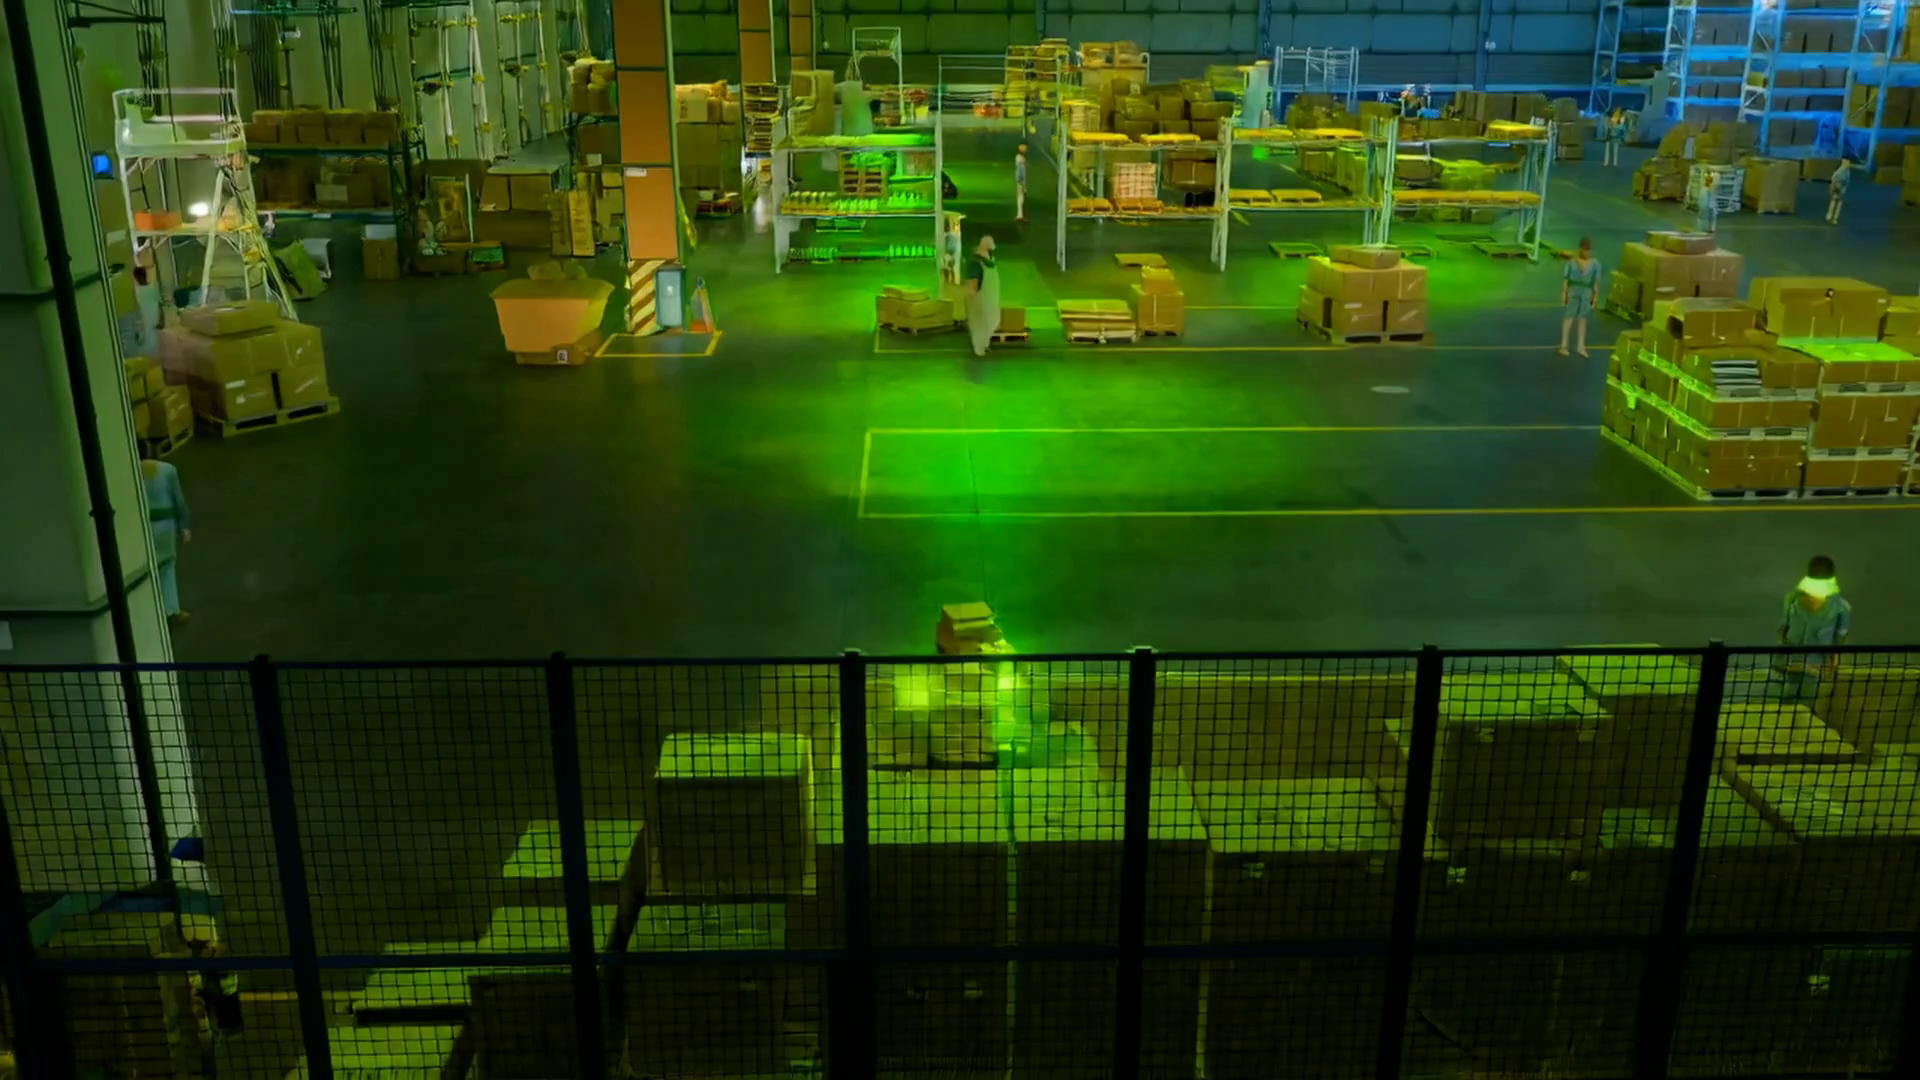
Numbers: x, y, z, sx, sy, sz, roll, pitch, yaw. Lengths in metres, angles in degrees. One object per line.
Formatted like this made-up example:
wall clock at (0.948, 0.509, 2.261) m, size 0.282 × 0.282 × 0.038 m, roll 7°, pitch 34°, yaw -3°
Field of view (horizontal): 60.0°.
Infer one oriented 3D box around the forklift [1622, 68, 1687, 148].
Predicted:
forklift at (25.298, -15.627, 60.231) m, size 1.873 × 2.768 × 1.129 m, roll 15°, pitch 24°, yaw 37°

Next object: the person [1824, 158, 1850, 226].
person at (21.918, -8.687, 41.480) m, size 0.533 × 1.691 × 0.322 m, roll -8°, pitch 20°, yaw -21°

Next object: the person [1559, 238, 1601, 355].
person at (10.107, -3.959, 27.092) m, size 0.542 × 1.928 × 0.400 m, roll 2°, pitch 19°, yaw 6°

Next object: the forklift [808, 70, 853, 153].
forklift at (-4.742, -15.279, 59.197) m, size 1.873 × 2.768 × 1.129 m, roll -10°, pitch 21°, yaw -26°

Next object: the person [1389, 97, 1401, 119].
person at (15.676, -15.144, 60.399) m, size 0.628 × 1.843 × 0.429 m, roll -8°, pitch 20°, yaw -23°

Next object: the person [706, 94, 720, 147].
person at (-9.061, -15.362, 60.919) m, size 0.379 × 1.922 × 0.592 m, roll 14°, pitch 23°, yaw 36°

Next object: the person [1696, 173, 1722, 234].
person at (16.126, -6.931, 35.864) m, size 0.379 × 1.958 × 0.606 m, roll -3°, pitch 19°, yaw -8°

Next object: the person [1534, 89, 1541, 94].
person at (21.843, -16.101, 63.082) m, size 0.676 × 1.935 × 0.948 m, roll -17°, pitch 25°, yaw -41°

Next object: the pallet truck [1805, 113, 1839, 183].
pallet truck at (26.403, -11.957, 50.702) m, size 0.823 × 1.965 × 1.885 m, roll 6°, pitch 19°, yaw 16°

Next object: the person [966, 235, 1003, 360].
person at (0.403, -3.903, 26.744) m, size 0.535 × 2.000 × 0.693 m, roll 14°, pitch 23°, yaw 36°

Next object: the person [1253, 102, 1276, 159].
person at (10.513, -14.090, 57.214) m, size 0.706 × 1.927 × 0.673 m, roll 0°, pitch 19°, yaw -1°

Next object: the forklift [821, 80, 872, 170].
forklift at (-3.431, -13.266, 53.226) m, size 1.873 × 2.768 × 1.129 m, roll 8°, pitch 20°, yaw 21°

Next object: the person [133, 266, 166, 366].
person at (-12.293, -3.313, 25.403) m, size 0.516 × 1.787 × 1.059 m, roll 4°, pitch 19°, yaw 10°

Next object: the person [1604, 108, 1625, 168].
person at (21.327, -13.108, 54.261) m, size 0.596 × 1.912 × 0.385 m, roll 4°, pitch 19°, yaw 13°

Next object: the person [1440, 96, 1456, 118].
person at (17.351, -14.816, 59.277) m, size 0.552 × 1.935 × 0.360 m, roll 7°, pitch 20°, yaw 20°

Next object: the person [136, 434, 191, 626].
person at (-7.749, -0.122, 15.910) m, size 0.712 × 1.785 × 0.897 m, roll -6°, pitch 20°, yaw -17°

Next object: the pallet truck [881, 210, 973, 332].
pallet truck at (-0.493, -4.759, 29.349) m, size 1.885 × 1.965 × 0.823 m, roll -13°, pitch 23°, yaw -34°

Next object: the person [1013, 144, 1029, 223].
person at (1.533, -9.012, 42.057) m, size 0.371 × 1.940 × 0.627 m, roll -3°, pitch 19°, yaw -10°

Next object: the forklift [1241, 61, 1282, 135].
forklift at (11.818, -17.491, 65.758) m, size 1.873 × 2.768 × 1.129 m, roll -6°, pitch 20°, yaw -17°

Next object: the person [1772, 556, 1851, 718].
person at (6.519, 0.947, 12.812) m, size 0.488 × 1.743 × 0.319 m, roll 9°, pitch 21°, yaw 26°

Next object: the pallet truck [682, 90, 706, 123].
pallet truck at (-9.671, -15.907, 62.421) m, size 0.823 × 1.965 × 1.885 m, roll 5°, pitch 19°, yaw 15°

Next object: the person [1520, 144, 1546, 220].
person at (14.610, -9.129, 42.467) m, size 0.634 × 1.909 × 0.970 m, roll 9°, pitch 21°, yaw 26°

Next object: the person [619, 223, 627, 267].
person at (-6.119, -5.339, 31.181) m, size 0.594 × 1.922 × 0.375 m, roll -16°, pitch 25°, yaw -40°
